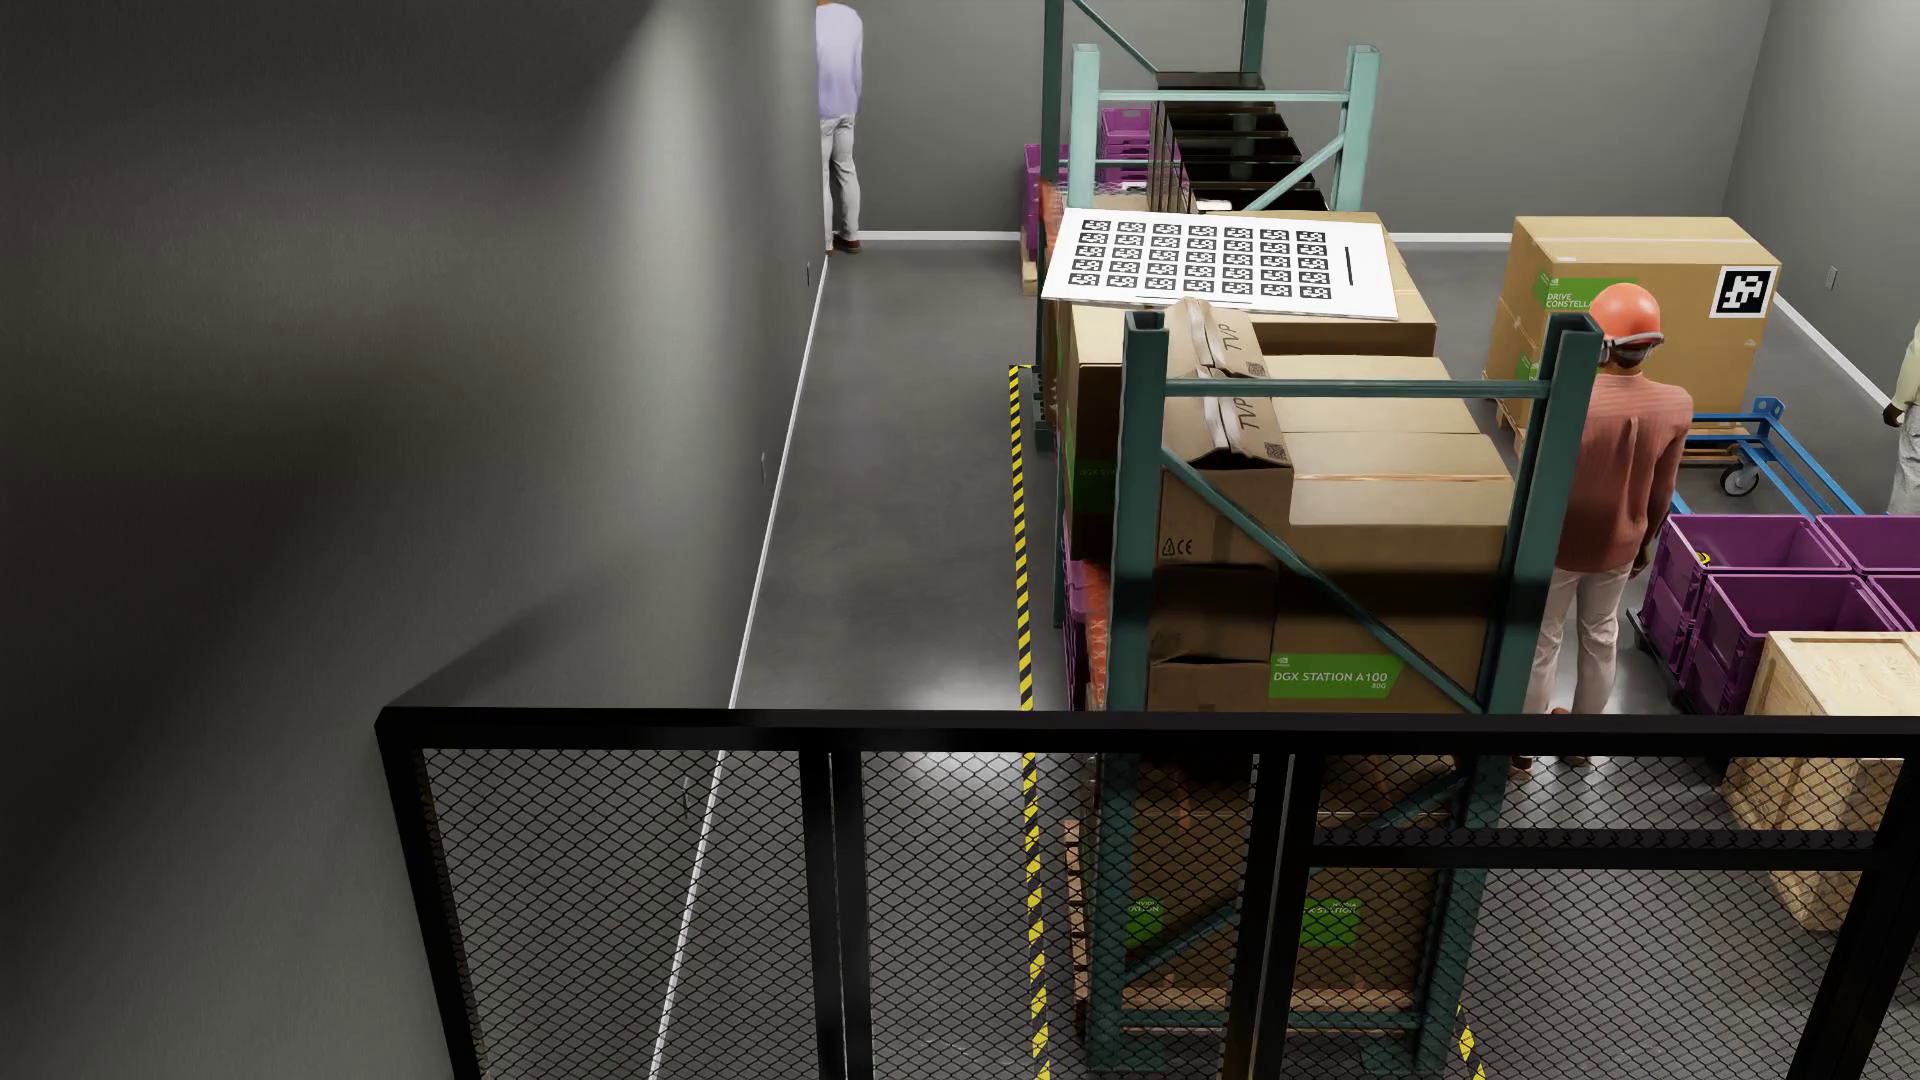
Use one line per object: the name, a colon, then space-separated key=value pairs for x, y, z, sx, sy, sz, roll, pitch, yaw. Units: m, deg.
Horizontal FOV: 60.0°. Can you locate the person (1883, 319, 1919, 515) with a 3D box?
person: x=4.445 y=-0.654 z=7.402 sx=0.597 sy=1.831 sz=0.403 roll=2 pitch=31 yaw=4

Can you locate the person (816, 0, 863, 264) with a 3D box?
person: x=-0.885 y=-2.761 z=10.815 sx=0.397 sy=1.928 sz=0.638 roll=26 pitch=39 yaw=36

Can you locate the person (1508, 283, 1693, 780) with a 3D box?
person: x=2.299 y=-0.002 z=6.165 sx=0.625 sy=1.991 sz=0.393 roll=-7 pitch=32 yaw=-12
